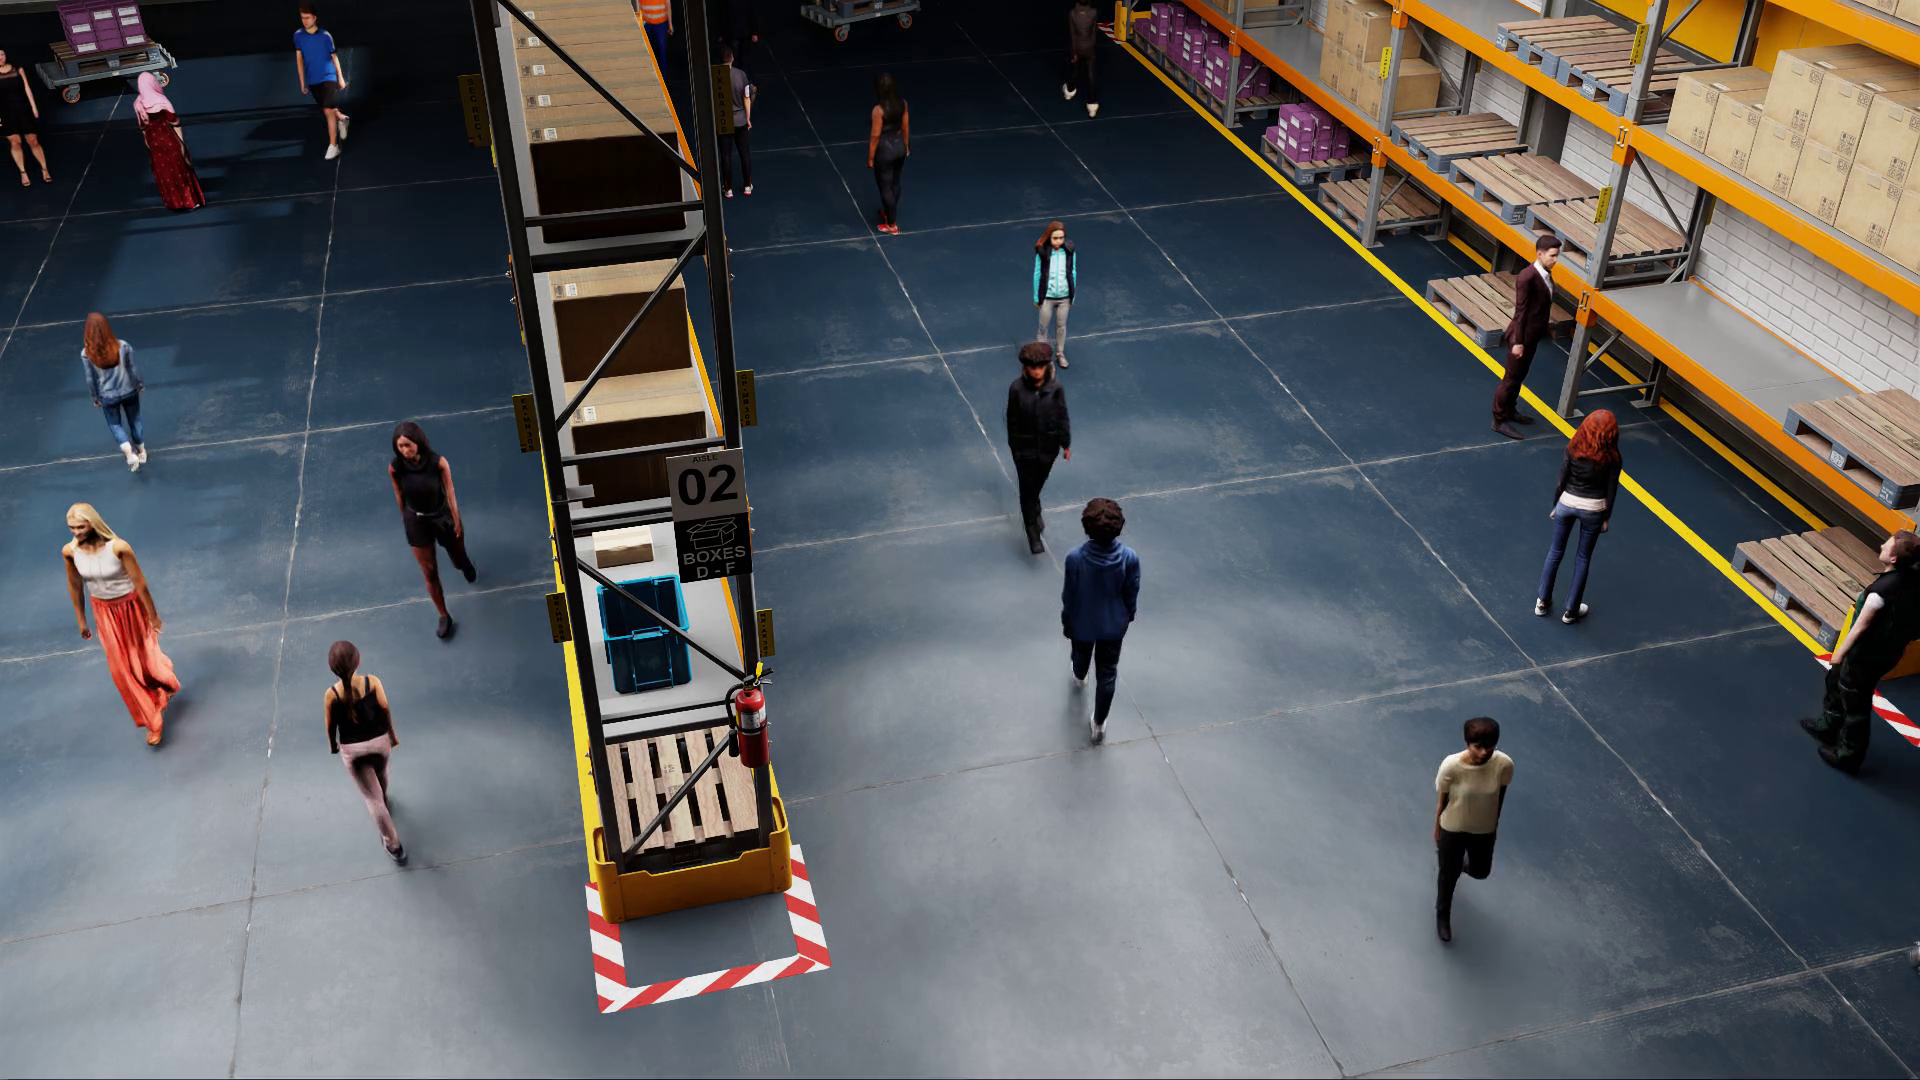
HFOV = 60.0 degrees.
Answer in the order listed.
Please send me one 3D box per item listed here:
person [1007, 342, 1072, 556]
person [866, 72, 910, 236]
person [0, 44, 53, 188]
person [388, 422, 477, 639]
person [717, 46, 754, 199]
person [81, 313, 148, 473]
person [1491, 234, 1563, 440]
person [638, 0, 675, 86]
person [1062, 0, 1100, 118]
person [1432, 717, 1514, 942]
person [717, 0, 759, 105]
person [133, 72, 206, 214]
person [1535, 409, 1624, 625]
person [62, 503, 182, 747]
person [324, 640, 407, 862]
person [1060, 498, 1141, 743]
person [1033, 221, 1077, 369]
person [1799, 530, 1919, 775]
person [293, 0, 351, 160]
[{"bbox_3d":[0.595,-0.813,13.310,0.663,1.735,1.057,-7,34,-10],"label":"person"},{"bbox_3d":[-0.761,-4.284,18.459,0.930,1.815,0.864,29,43,36],"label":"person"},{"bbox_3d":[-11.209,-5.039,19.686,0.724,1.715,0.708,-22,39,-29],"label":"person"},{"bbox_3d":[-3.903,-0.146,12.320,0.644,1.720,0.973,-5,34,-8],"label":"person"},{"bbox_3d":[-2.665,-4.871,19.389,0.643,1.765,0.562,-11,35,-16],"label":"person"},{"bbox_3d":[-7.172,-1.241,14.198,0.678,1.466,0.836,-19,38,-27],"label":"person"},{"bbox_3d":[5.000,-1.832,14.728,0.823,1.863,0.781,21,39,29],"label":"person"},{"bbox_3d":[-4.173,-7.020,22.525,0.679,1.871,0.943,-8,34,-12],"label":"person"},{"bbox_3d":[1.630,-6.465,21.912,0.745,1.627,1.114,-3,34,-5],"label":"person"},{"bbox_3d":[2.957,1.637,9.772,0.679,1.571,0.809,-1,34,-2],"label":"person"},{"bbox_3d":[-2.931,-6.701,22.117,0.873,1.792,1.147,-16,37,-22],"label":"person"},{"bbox_3d":[-9.093,-4.547,19.015,0.741,1.639,0.719,3,34,4],"label":"person"},{"bbox_3d":[4.588,-0.185,12.318,0.657,1.787,0.728,20,39,28],"label":"person"},{"bbox_3d":[-5.668,0.504,11.308,0.765,1.758,0.976,-3,34,-5],"label":"person"},{"bbox_3d":[-3.654,1.325,10.287,0.767,1.521,1.065,-22,39,-29],"label":"person"},{"bbox_3d":[0.934,0.579,11.175,0.901,1.781,1.139,2,34,3],"label":"person"},{"bbox_3d":[0.895,-2.339,15.820,0.574,1.499,0.579,-6,34,-9],"label":"person"},{"bbox_3d":[6.015,0.770,10.849,0.783,1.823,0.862,-20,39,-27],"label":"person"},{"bbox_3d":[-7.874,-5.735,20.637,0.930,1.821,1.331,2,34,4],"label":"person"}]
